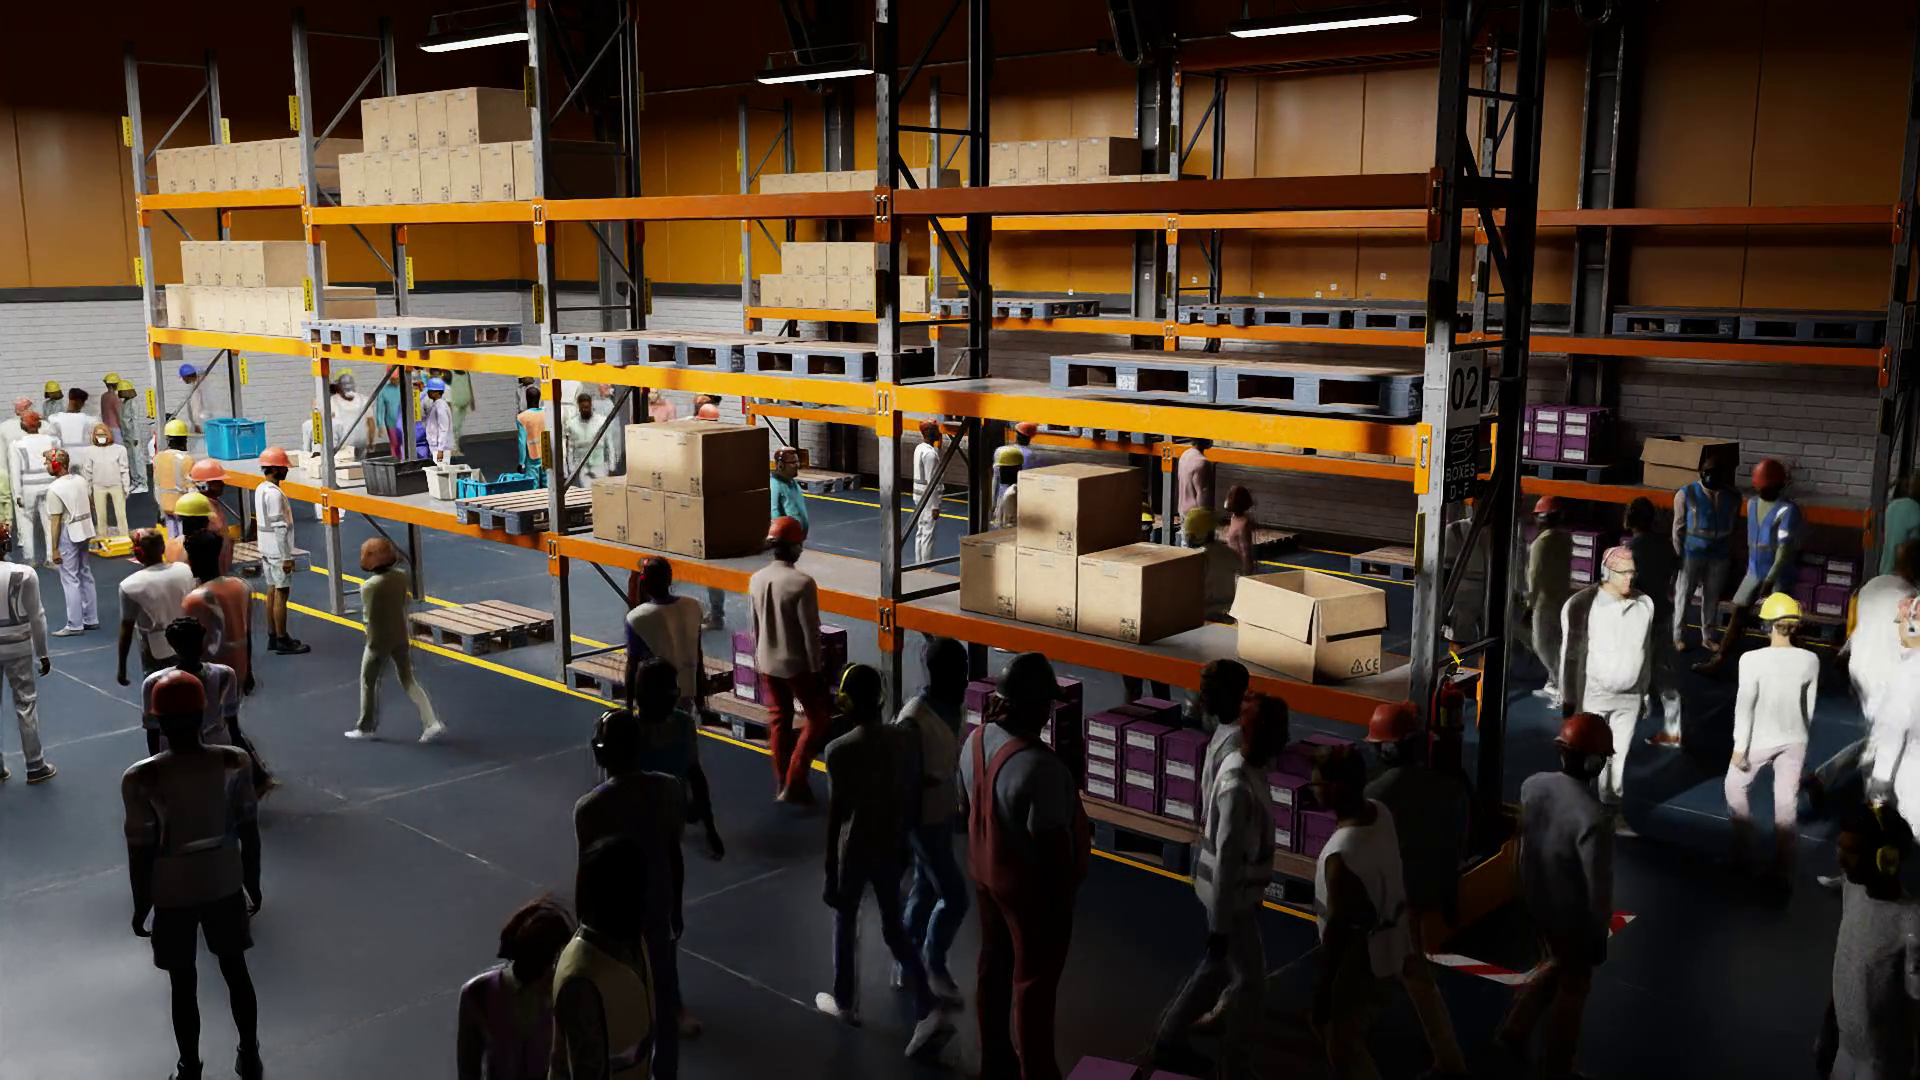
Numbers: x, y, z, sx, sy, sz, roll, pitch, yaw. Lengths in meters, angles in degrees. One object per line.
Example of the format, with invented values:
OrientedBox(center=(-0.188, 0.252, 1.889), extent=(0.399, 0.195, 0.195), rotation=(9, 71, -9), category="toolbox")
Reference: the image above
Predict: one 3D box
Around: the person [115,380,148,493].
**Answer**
OrientedBox(center=(-12.735, -1.586, 25.525), extent=(0.485, 1.738, 0.320), rotation=(9, 13, 42), category="person")

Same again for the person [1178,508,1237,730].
OrientedBox(center=(1.965, 0.648, 12.753), extent=(0.704, 1.785, 0.758), rotation=(-7, 12, -35), category="person")

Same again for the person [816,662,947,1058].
OrientedBox(center=(-0.396, 1.500, 7.843), extent=(0.562, 1.835, 0.844), rotation=(-7, 12, -36), category="person")

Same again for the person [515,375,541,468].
OrientedBox(center=(-7.350, -2.069, 28.275), extent=(0.487, 1.729, 0.322), rotation=(4, 11, 19), category="person")

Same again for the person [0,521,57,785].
OrientedBox(center=(-6.690, 0.795, 11.639), extent=(0.584, 1.882, 0.339), rotation=(-2, 10, -10), category="person")

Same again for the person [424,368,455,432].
OrientedBox(center=(-8.491, -1.914, 27.039), extent=(0.525, 1.856, 0.415), rotation=(-5, 11, -24), category="person")

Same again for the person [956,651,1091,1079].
OrientedBox(center=(0.316, 1.477, 7.341), extent=(0.537, 2.000, 0.683), rotation=(-6, 12, -32), category="person")

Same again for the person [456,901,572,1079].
OrientedBox(center=(-1.438, 2.004, 5.662), extent=(0.547, 1.599, 0.774), rotation=(-1, 10, -4), category="person")

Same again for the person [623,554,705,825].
OrientedBox(center=(-1.891, 0.996, 10.642), extent=(0.580, 1.828, 0.439), rotation=(-9, 14, -43), category="person")

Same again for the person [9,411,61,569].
OrientedBox(center=(-10.864, -0.597, 19.556), extent=(0.671, 1.863, 0.596), rotation=(10, 14, 44), category="person")

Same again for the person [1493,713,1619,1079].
OrientedBox(center=(2.701, 1.617, 7.403), extent=(0.422, 1.730, 0.592), rotation=(-3, 10, -16), category="person")

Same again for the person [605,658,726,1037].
OrientedBox(center=(-1.403, 1.465, 8.060), extent=(0.792, 1.815, 0.520), rotation=(7, 12, 35), category="person")

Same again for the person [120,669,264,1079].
OrientedBox(center=(-3.387, 1.525, 7.366), extent=(0.551, 1.933, 0.376), rotation=(-8, 13, -37), category="person")

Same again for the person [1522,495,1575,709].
OrientedBox(center=(4.940, 0.502, 13.758), extent=(0.606, 1.721, 0.608), rotation=(-10, 14, -44), category="person")

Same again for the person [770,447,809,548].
OrientedBox(center=(-1.625, 0.065, 15.704), extent=(0.403, 1.906, 0.651), rotation=(2, 10, 12), category="person")

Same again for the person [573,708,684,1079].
OrientedBox(center=(-1.416, 1.619, 7.125), extent=(0.508, 1.838, 0.337), rotation=(-8, 13, -38), category="person")

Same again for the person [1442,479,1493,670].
OrientedBox(center=(4.108, 0.475, 13.244), extent=(0.606, 1.957, 0.373), rotation=(0, 10, -2), category="person")

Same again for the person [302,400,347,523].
OrientedBox(center=(-8.687, -1.102, 22.768), extent=(0.582, 1.746, 0.332), rotation=(-4, 11, -23), category="person")

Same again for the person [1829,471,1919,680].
OrientedBox(center=(8.019, 0.322, 14.279), extent=(0.932, 1.898, 0.682), rotation=(0, 10, 2), category="person")

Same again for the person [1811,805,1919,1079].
OrientedBox(center=(3.318, 1.833, 5.884), extent=(0.635, 1.845, 0.569), rotation=(0, 10, 2), category="person")

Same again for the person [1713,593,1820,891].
OrientedBox(center=(4.784, 1.173, 9.865), extent=(0.551, 1.741, 0.630), rotation=(-1, 10, -7), category="person")

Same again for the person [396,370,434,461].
OrientedBox(center=(-7.778, -1.426, 23.752), extent=(0.684, 2.000, 0.535), rotation=(6, 11, 29), category="person")

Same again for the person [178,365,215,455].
OrientedBox(center=(-12.243, -1.854, 26.598), extent=(0.898, 1.883, 0.618), rotation=(0, 10, 1), category="person")

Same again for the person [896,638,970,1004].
OrientedBox(center=(-0.118, 1.392, 8.252), extent=(0.553, 1.884, 0.715), rotation=(4, 11, 23), category="person")

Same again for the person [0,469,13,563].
OrientedBox(center=(-10.302, -0.198, 17.615), extent=(0.534, 1.759, 0.344), rotation=(0, 10, -1), category="person")

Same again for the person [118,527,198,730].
OrientedBox(center=(-5.578, 0.813, 11.680), extent=(0.437, 1.835, 0.598), rotation=(6, 12, 32), category="person")

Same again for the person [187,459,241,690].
OrientedBox(center=(-6.327, 0.304, 14.095), extent=(0.379, 1.996, 0.608), rotation=(-2, 10, -13), category="person")

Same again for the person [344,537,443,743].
OrientedBox(center=(-4.322, 0.763, 12.624), extent=(0.803, 1.599, 0.498), rotation=(5, 11, 25), category="person")

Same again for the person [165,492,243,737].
OrientedBox(center=(-5.783, 0.596, 12.641), extent=(0.585, 1.927, 0.367), rotation=(8, 13, 39), category="person")

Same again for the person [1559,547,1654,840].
OrientedBox(center=(4.111, 0.978, 10.546), extent=(0.650, 1.904, 0.403), rotation=(-2, 10, -13), category="person")

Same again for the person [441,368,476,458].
OrientedBox(center=(-8.968, -2.474, 29.681), extent=(0.666, 2.000, 0.717), rotation=(5, 11, 26), category="person")

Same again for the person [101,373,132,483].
OrientedBox(center=(-13.500, -1.789, 26.580), extent=(0.525, 1.769, 0.327), rotation=(7, 12, 34), category="person")

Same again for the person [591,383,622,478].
OrientedBox(center=(-5.060, -1.323, 23.697), extent=(0.746, 1.855, 0.889), rotation=(7, 12, 36), category="person")

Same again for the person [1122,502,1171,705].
OrientedBox(center=(1.332, 0.674, 12.232), extent=(0.585, 1.917, 0.390), rotation=(-3, 11, -19), category="person")

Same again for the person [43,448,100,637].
OrientedBox(center=(-8.627, 0.022, 16.152), extent=(0.394, 1.836, 0.560), rotation=(0, 10, 2), category="person")

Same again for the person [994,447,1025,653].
OrientedBox(center=(0.496, 0.091, 15.499), extent=(0.387, 1.926, 0.591), rotation=(3, 10, 15), category="person")
